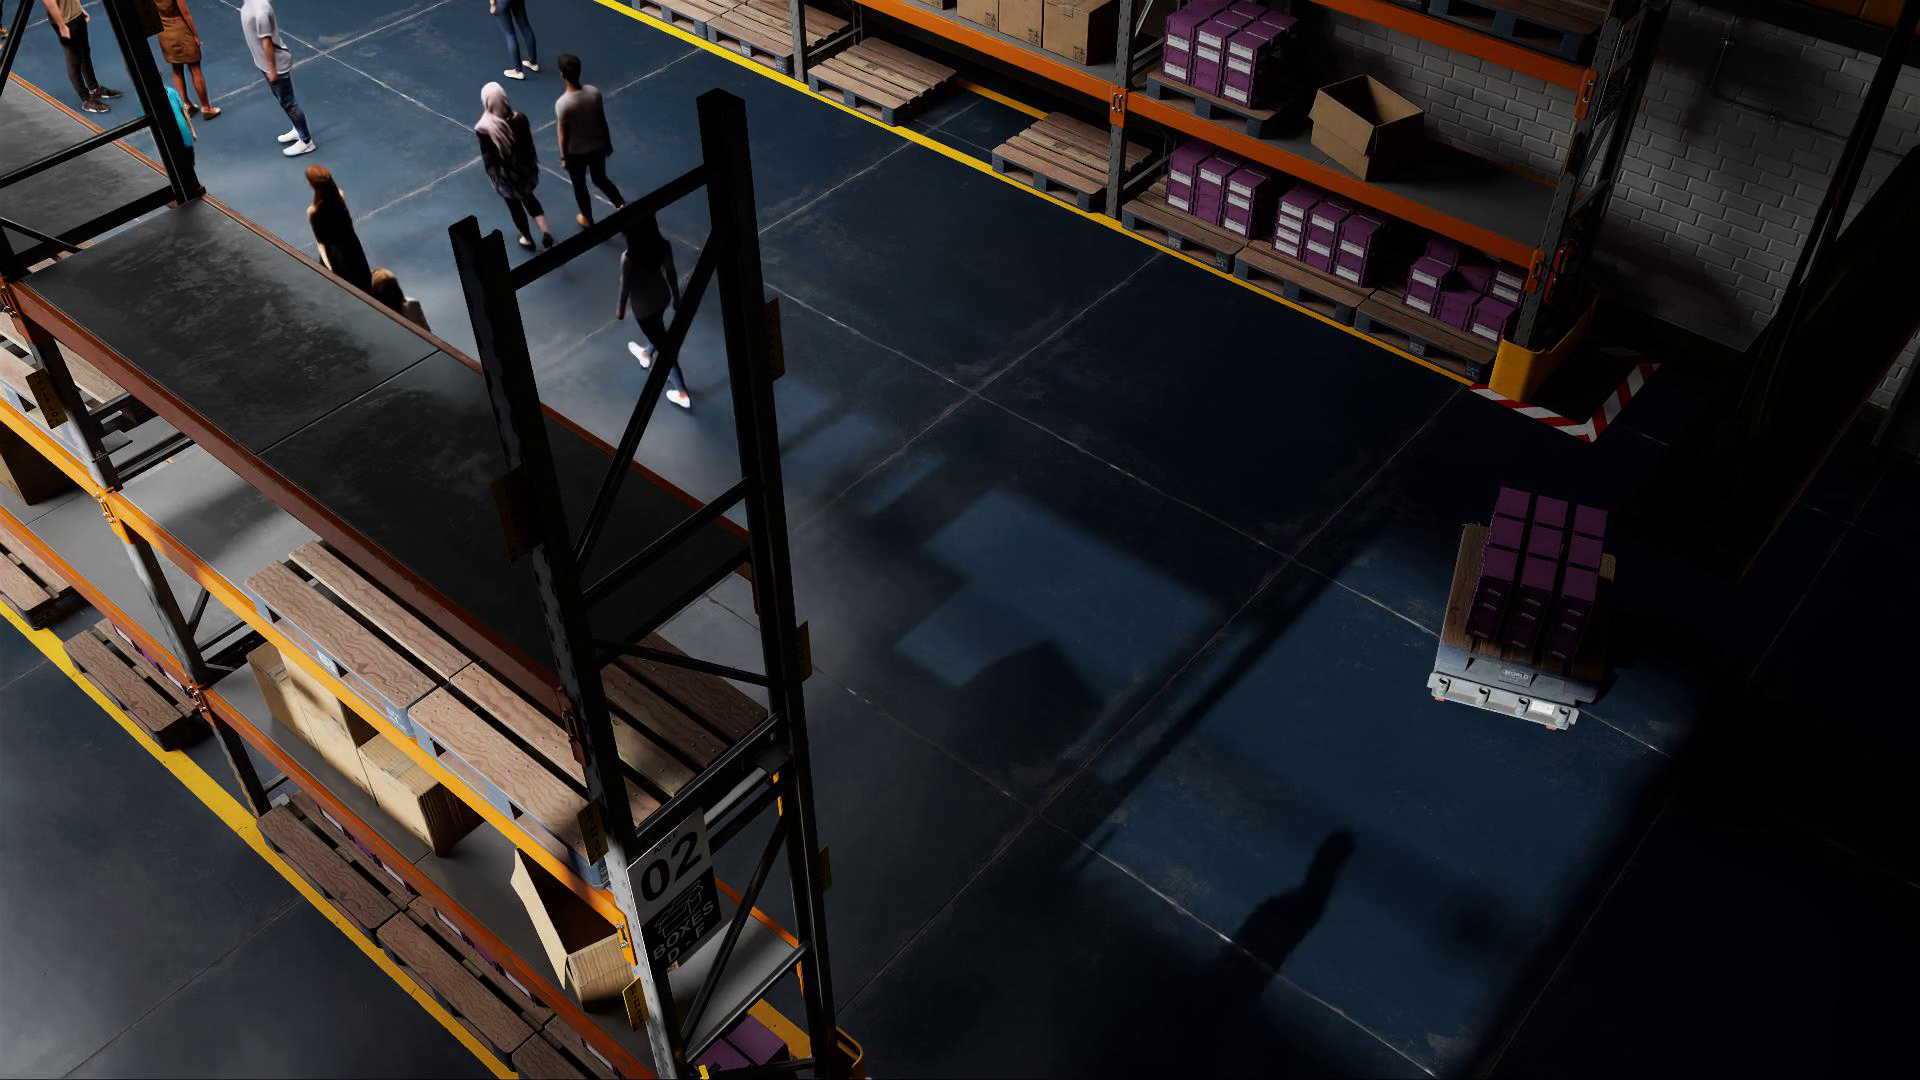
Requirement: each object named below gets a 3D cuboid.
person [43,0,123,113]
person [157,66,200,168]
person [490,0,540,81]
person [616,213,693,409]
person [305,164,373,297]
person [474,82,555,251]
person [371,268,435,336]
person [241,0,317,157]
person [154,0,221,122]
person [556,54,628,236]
[{"bbox_3d":[-8.774,-5.142,16.320,0.779,1.851,0.753,2,44,3],"label":"person"},{"bbox_3d":[-7.153,-3.651,15.064,0.980,1.425,0.666,19,47,19],"label":"person"},{"bbox_3d":[-4.566,-5.501,16.786,0.499,1.728,0.572,28,50,26],"label":"person"},{"bbox_3d":[-2.314,-1.759,12.882,1.074,1.696,0.610,29,51,27],"label":"person"},{"bbox_3d":[-4.966,-2.315,13.536,1.021,1.598,0.624,25,49,24],"label":"person"},{"bbox_3d":[-3.839,-3.168,14.414,0.703,1.622,0.815,-28,50,-26],"label":"person"},{"bbox_3d":[-4.093,-1.238,12.227,0.707,1.844,0.738,-29,51,-27],"label":"person"},{"bbox_3d":[-6.479,-4.548,15.671,0.783,1.887,0.613,-25,49,-24],"label":"person"},{"bbox_3d":[-7.626,-4.899,16.186,0.589,1.684,0.700,9,44,10],"label":"person"},{"bbox_3d":[-3.236,-3.409,14.614,0.963,1.696,0.721,34,53,30],"label":"person"}]
